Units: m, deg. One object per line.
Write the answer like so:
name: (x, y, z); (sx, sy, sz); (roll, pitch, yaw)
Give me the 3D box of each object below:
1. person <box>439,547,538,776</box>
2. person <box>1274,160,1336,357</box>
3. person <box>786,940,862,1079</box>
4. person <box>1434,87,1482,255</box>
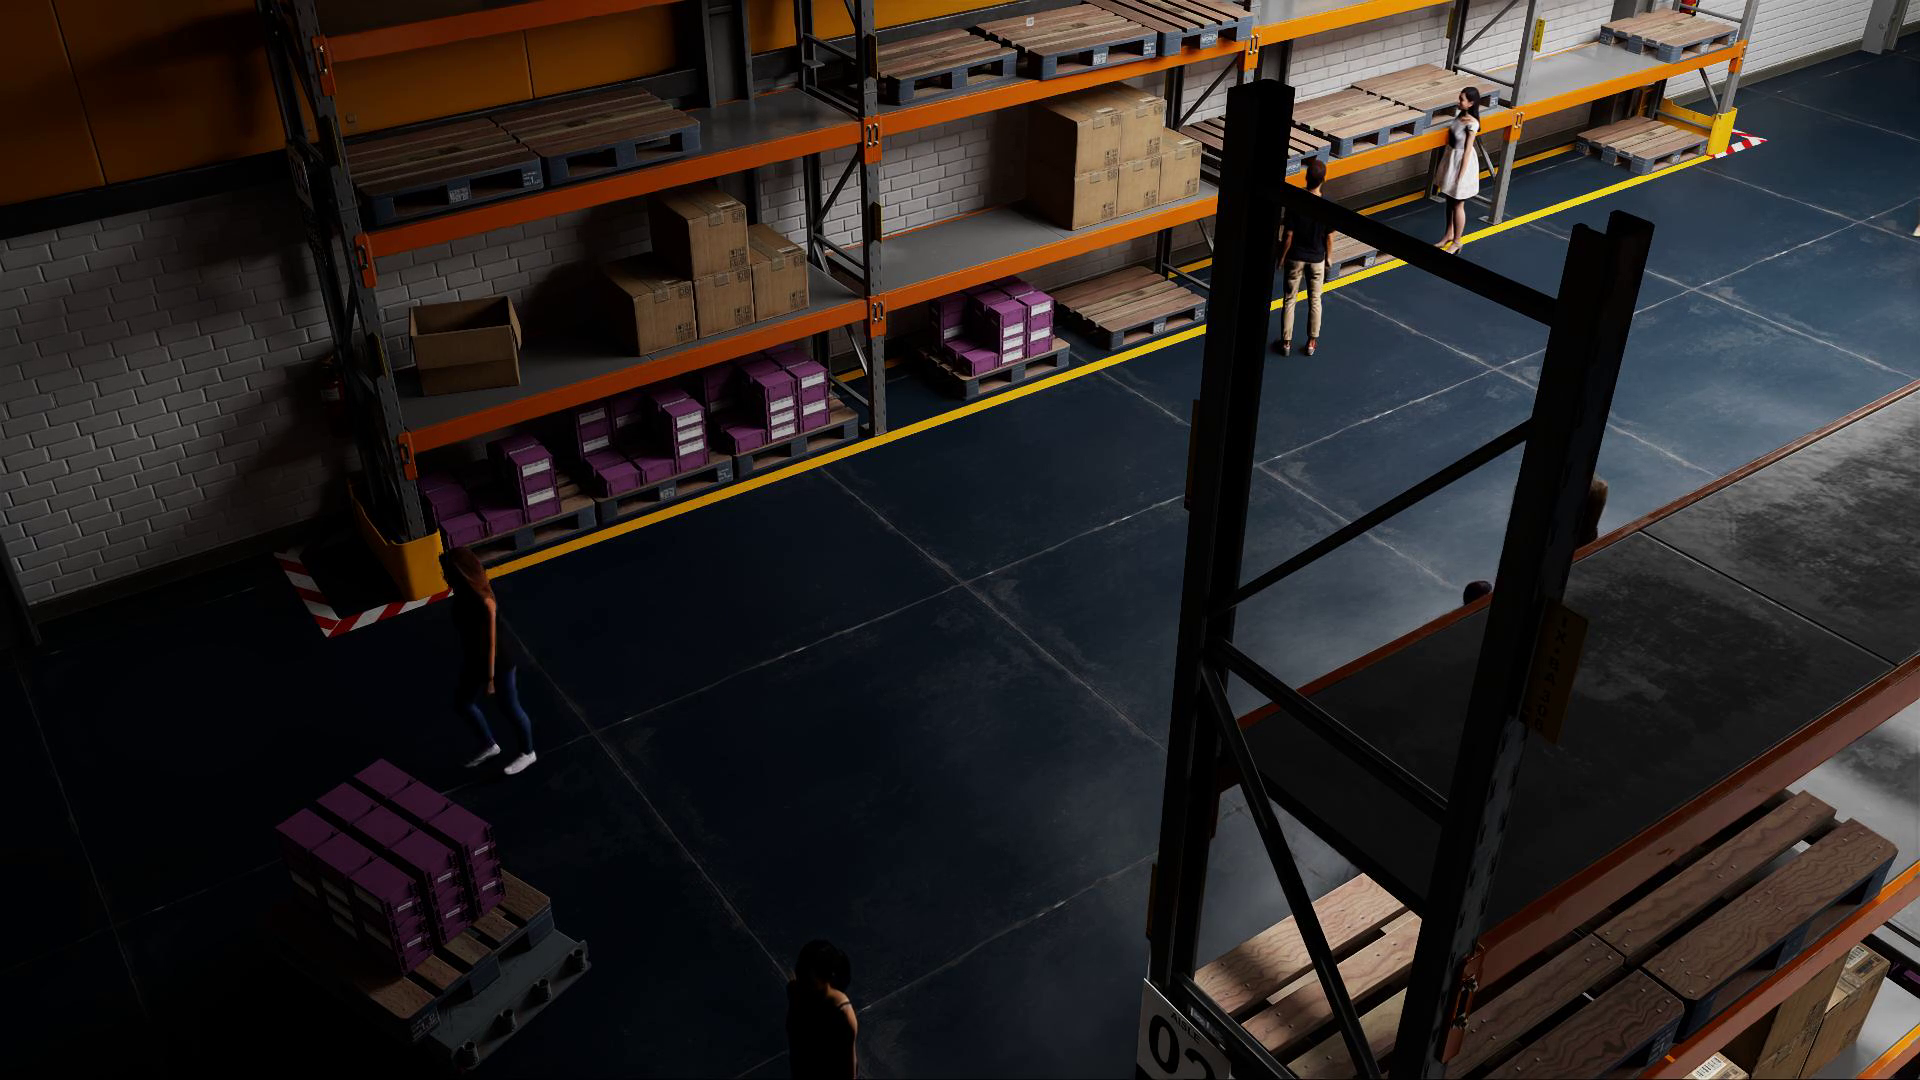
person: (-2.856, 0.728, 10.327); (0.654, 1.706, 0.688); (25, 41, 33)
person: (3.144, -2.554, 15.127); (0.677, 1.859, 0.773); (1, 34, 2)
person: (-0.598, 2.480, 7.678); (0.615, 1.721, 0.617); (23, 40, 31)
person: (5.109, -3.774, 17.049); (0.803, 1.762, 0.777); (-2, 34, -3)
